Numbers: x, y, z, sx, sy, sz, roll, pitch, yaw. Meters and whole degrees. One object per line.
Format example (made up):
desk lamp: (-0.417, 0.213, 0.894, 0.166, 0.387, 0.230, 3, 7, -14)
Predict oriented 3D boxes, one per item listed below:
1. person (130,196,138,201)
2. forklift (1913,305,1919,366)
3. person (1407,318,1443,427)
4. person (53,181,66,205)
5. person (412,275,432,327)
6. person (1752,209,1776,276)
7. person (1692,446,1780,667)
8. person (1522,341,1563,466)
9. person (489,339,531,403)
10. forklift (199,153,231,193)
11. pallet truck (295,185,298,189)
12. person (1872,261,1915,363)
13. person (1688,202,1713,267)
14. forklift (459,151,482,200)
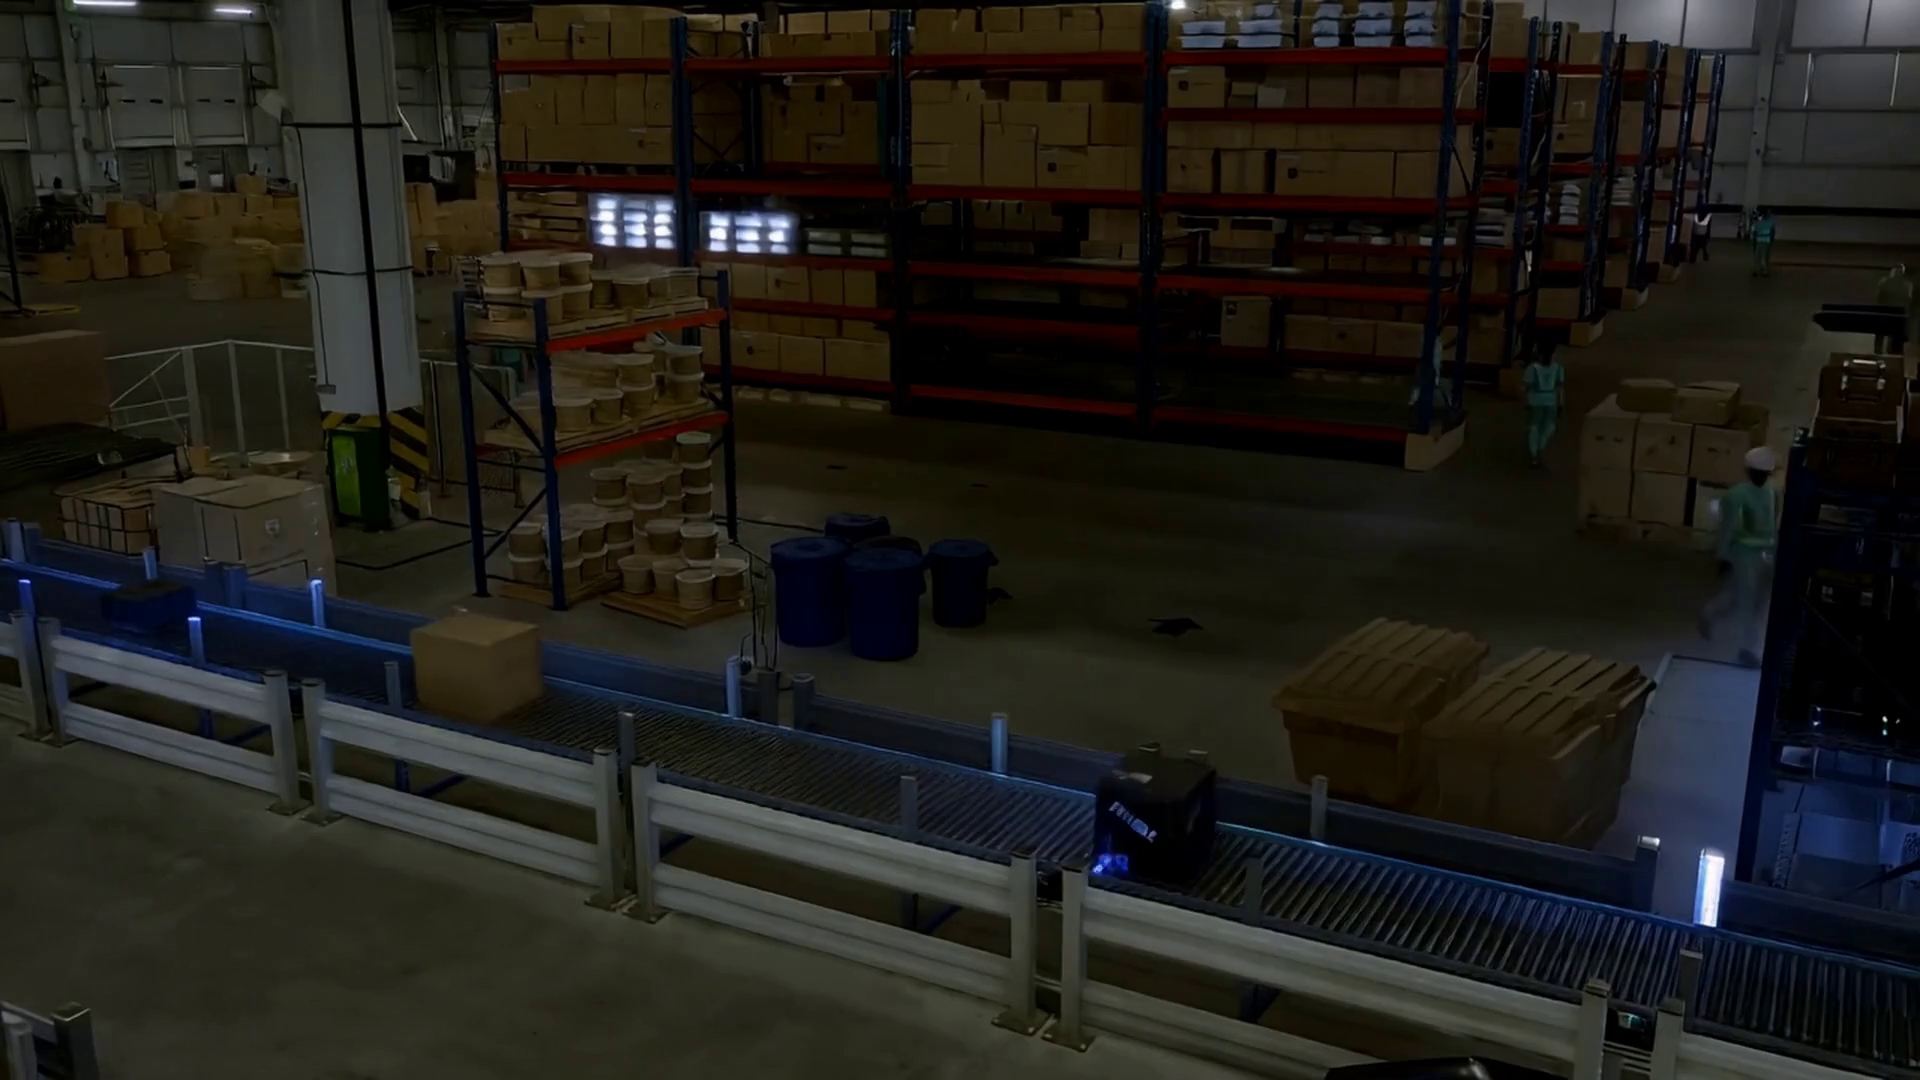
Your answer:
person: (-24.888, -9.400, 50.241, 0.629, 1.939, 0.372, 9, 17, 29)
forklift: (9.437, -0.871, 16.375, 1.873, 2.768, 1.129, 8, 17, 28)
person: (7.031, -2.530, 24.961, 0.548, 1.650, 0.862, -8, 17, -29)
person: (-32.739, -12.069, 60.408, 0.675, 1.861, 0.604, -14, 20, -43)
person: (-11.806, -5.440, 35.413, 1.043, 1.907, 0.613, -12, 19, -39)
person: (22.195, -8.220, 45.982, 0.564, 1.846, 0.390, 9, 17, 29)
person: (6.861, 0.086, 14.624, 0.608, 1.924, 0.853, -8, 17, -27)
person: (7.760, -1.814, 22.196, 0.556, 1.684, 0.368, 1, 15, 3)
person: (-6.396, -2.317, 23.744, 0.556, 1.885, 1.017, -10, 18, -33)
forklift: (-27.440, -12.865, 61.464, 1.873, 2.768, 1.129, 8, 17, 28)
pallet truck: (-26.804, -14.617, 69.738, 1.885, 1.965, 0.823, -14, 20, -42)
person: (17.398, -4.276, 31.059, 0.660, 1.892, 0.619, 8, 17, 28)
person: (21.763, -8.952, 48.705, 0.945, 1.875, 0.602, -12, 19, -39)
forklift: (-18.963, -13.620, 64.302, 1.873, 2.768, 1.129, 1, 15, 2)
